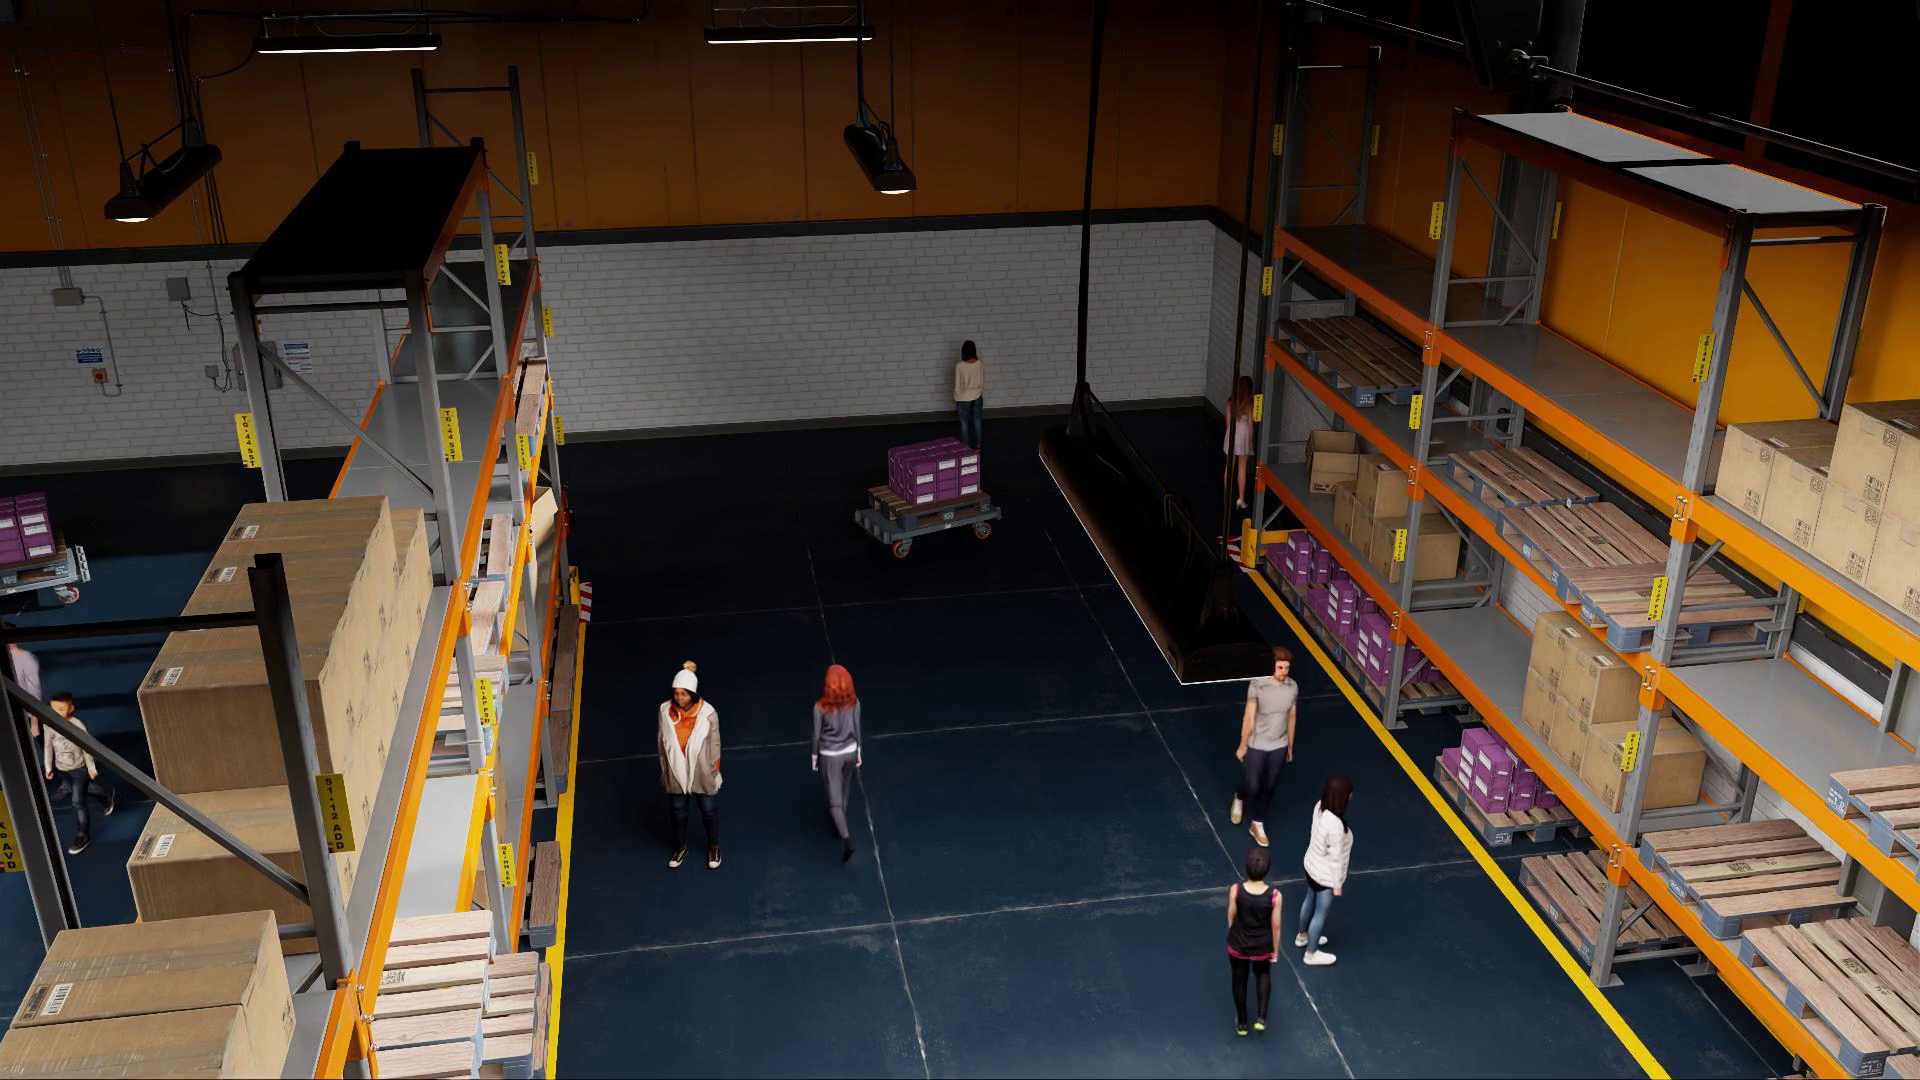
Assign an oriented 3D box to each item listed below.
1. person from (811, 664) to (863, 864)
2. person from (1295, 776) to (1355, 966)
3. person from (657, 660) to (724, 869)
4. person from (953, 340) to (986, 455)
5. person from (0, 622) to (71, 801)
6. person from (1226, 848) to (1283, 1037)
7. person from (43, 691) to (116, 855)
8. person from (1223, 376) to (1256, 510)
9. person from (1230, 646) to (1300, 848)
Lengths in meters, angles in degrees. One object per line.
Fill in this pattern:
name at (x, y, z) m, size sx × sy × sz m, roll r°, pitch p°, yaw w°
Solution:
person at (-1.010, 1.910, 14.131) m, size 0.749 × 1.753 × 1.111 m, roll -9°, pitch 25°, yaw -20°
person at (2.811, 2.532, 12.858) m, size 0.678 × 1.633 × 0.502 m, roll -3°, pitch 24°, yaw -7°
person at (-2.262, 1.888, 14.011) m, size 0.751 × 1.891 × 0.728 m, roll 1°, pitch 24°, yaw 2°
person at (0.134, -1.965, 23.085) m, size 0.660 × 1.683 × 0.612 m, roll -10°, pitch 25°, yaw -21°
person at (-8.278, 1.520, 14.944) m, size 0.989 × 1.818 × 1.113 m, roll 10°, pitch 26°, yaw 22°
person at (2.100, 2.950, 12.017) m, size 0.623 × 1.542 × 0.695 m, roll 4°, pitch 24°, yaw 9°
person at (-7.655, 1.938, 14.458) m, size 0.783 × 1.441 × 1.038 m, roll 5°, pitch 24°, yaw 11°
person at (3.579, -1.257, 21.358) m, size 0.682 × 1.768 × 0.742 m, roll 16°, pitch 28°, yaw 32°
person at (2.620, 1.725, 14.399) m, size 0.671 × 1.878 × 0.757 m, roll -3°, pitch 24°, yaw -6°
